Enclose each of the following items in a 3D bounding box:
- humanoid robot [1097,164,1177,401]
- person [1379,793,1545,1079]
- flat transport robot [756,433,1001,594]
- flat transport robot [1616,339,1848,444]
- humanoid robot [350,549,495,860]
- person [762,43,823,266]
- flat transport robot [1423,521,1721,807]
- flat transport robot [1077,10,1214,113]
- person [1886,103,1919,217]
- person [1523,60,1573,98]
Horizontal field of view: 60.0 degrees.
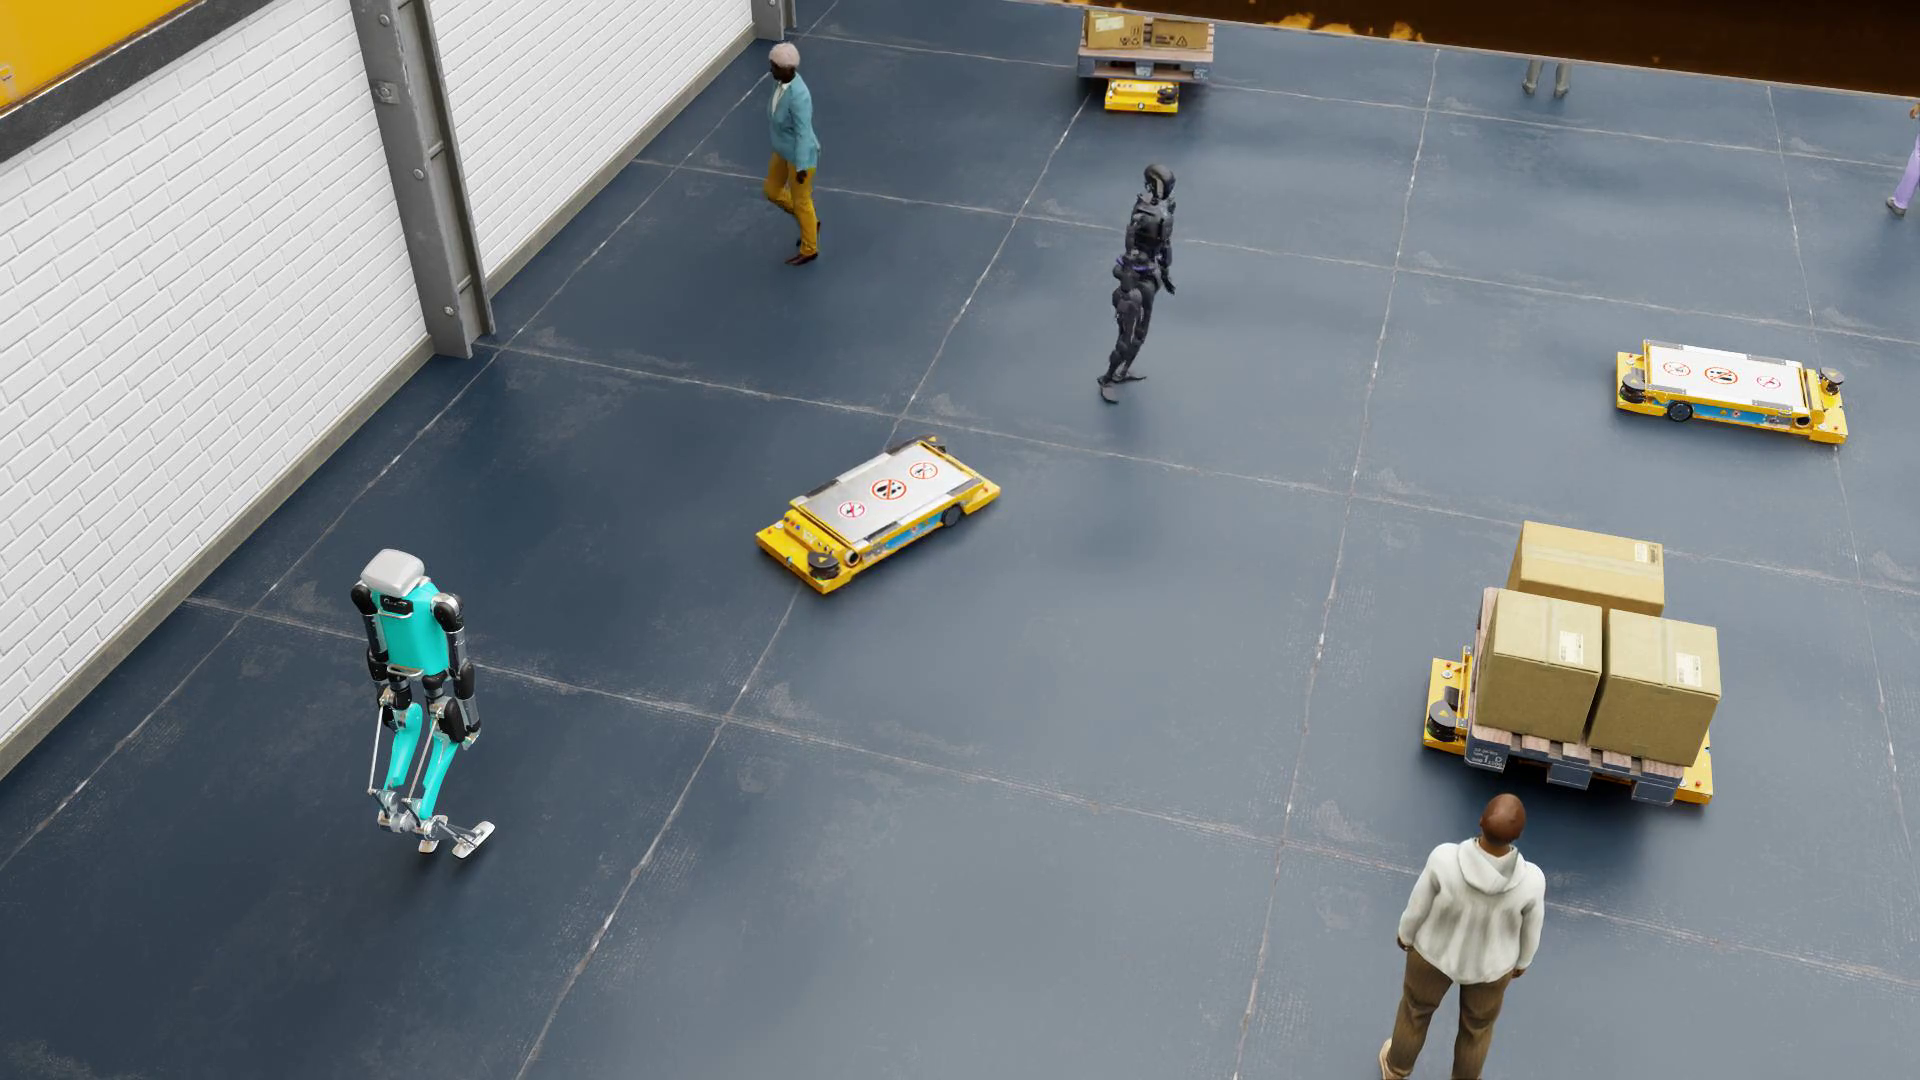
[{"bbox_3d":[1.195,-1.720,11.026,0.357,1.645,0.591,25,45,28],"label":"humanoid robot"},{"bbox_3d":[2.025,1.686,6.711,0.535,1.766,0.363,11,40,13],"label":"person"},{"bbox_3d":[-0.490,-0.189,10.239,1.431,0.231,0.659,-30,47,-32],"label":"flat transport robot"},{"bbox_3d":[5.212,-1.013,11.264,1.431,0.231,0.659,11,40,13],"label":"flat transport robot"},{"bbox_3d":[-2.542,0.880,7.631,0.533,1.677,0.735,11,40,13],"label":"humanoid robot"},{"bbox_3d":[-1.260,-2.854,12.373,0.398,1.736,0.551,-19,42,-22],"label":"person"},{"bbox_3d":[3.216,0.963,8.806,1.431,0.231,0.659,11,40,13],"label":"flat transport robot"},{"bbox_3d":[1.718,-4.345,15.409,0.659,0.231,1.431,5,39,6],"label":"flat transport robot"},{"bbox_3d":[7.739,-3.370,12.938,0.571,1.843,0.376,11,40,13],"label":"person"},{"bbox_3d":[5.378,-4.842,14.769,0.571,1.843,0.376,11,40,13],"label":"person"}]
